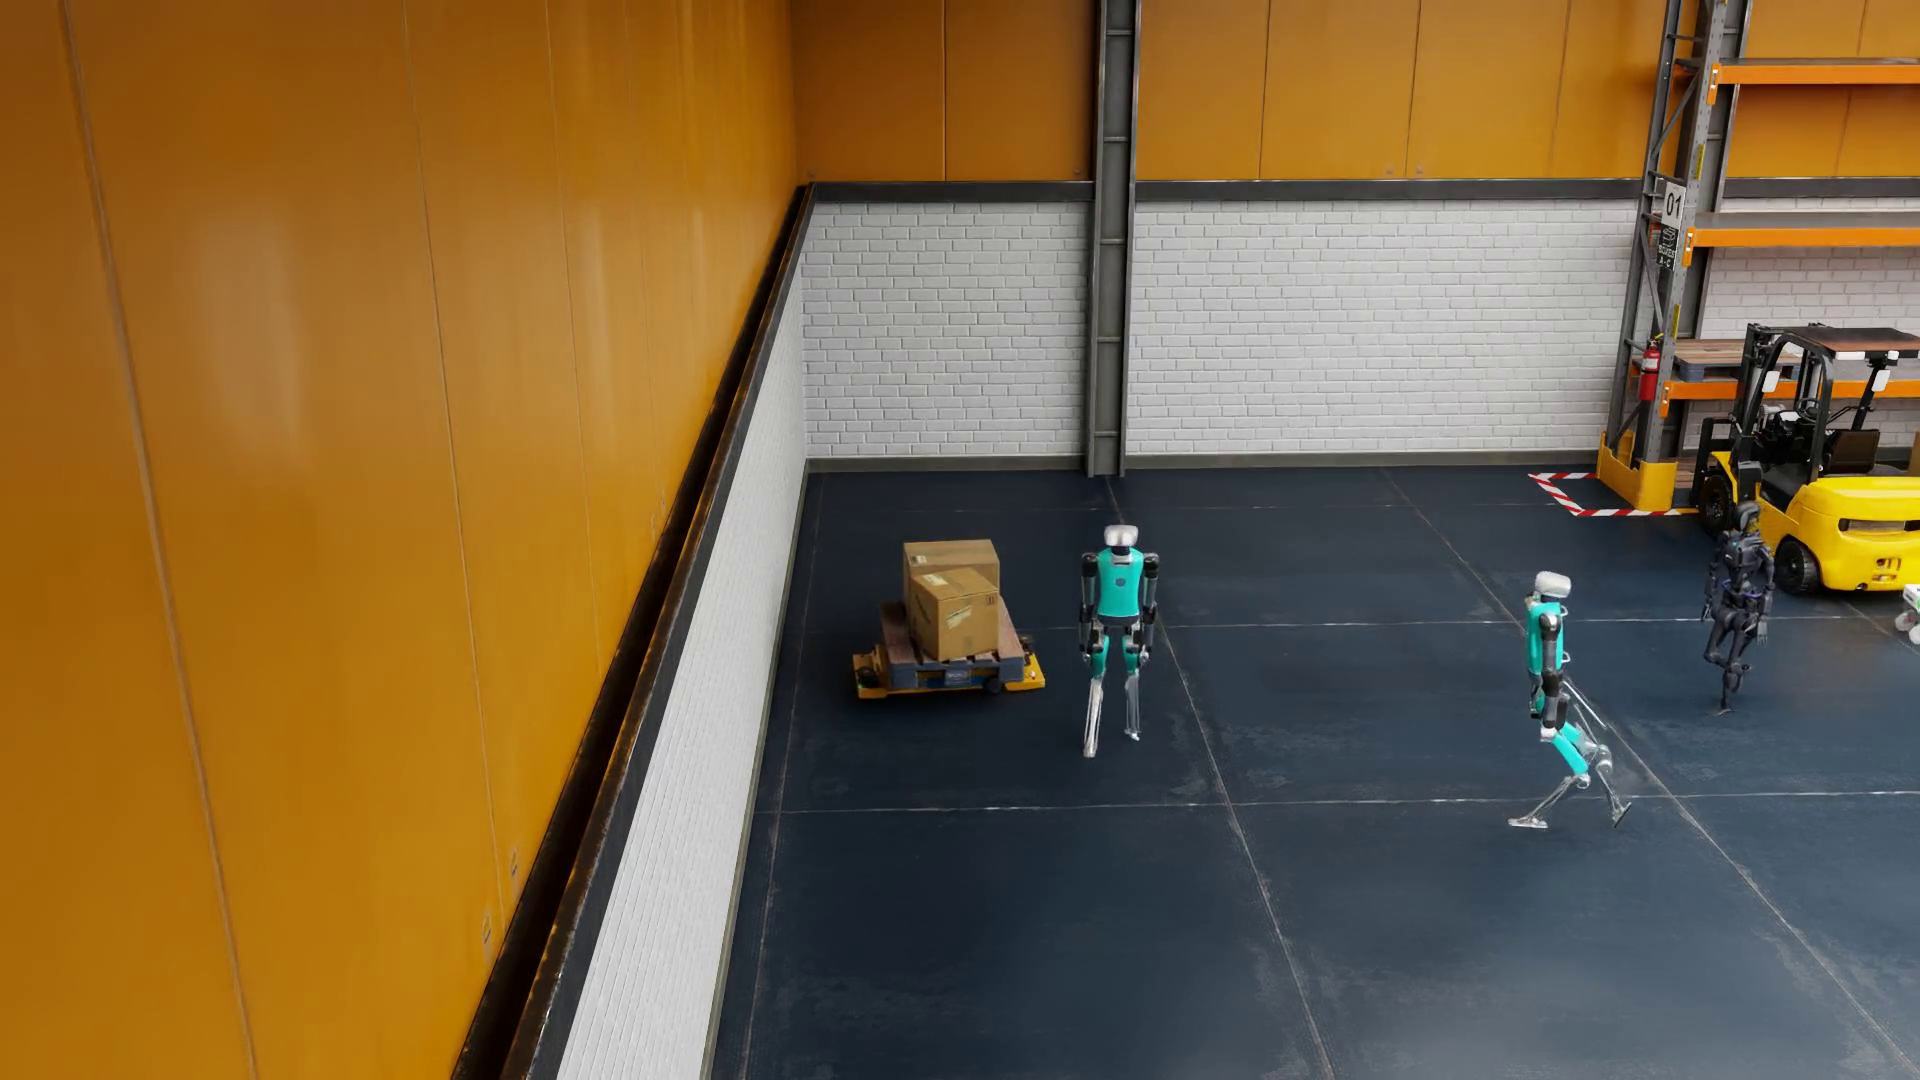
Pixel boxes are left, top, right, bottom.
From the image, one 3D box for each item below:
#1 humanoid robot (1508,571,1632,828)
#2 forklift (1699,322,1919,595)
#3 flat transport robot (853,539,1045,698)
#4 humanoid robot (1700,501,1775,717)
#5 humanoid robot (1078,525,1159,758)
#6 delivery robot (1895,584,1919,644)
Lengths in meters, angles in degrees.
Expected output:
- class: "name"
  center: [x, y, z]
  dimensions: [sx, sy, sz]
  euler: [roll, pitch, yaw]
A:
- class: "humanoid robot"
  center: [4.001, 1.073, 10.563]
  dimensions: [0.937, 1.786, 0.548]
  euler: [3, 20, 8]
- class: "forklift"
  center: [7.809, -0.792, 14.926]
  dimensions: [1.214, 2.155, 2.313]
  euler: [-1, 20, -2]
- class: "flat transport robot"
  center: [-0.098, 0.976, 12.906]
  dimensions: [1.431, 0.231, 0.659]
  euler: [-3, 20, -7]
- class: "humanoid robot"
  center: [5.763, 0.493, 12.197]
  dimensions: [0.459, 1.644, 0.610]
  euler: [-8, 22, -21]
- class: "humanoid robot"
  center: [1.077, 0.663, 11.680]
  dimensions: [0.531, 1.801, 0.798]
  euler: [0, 20, 0]
- class: "delivery robot"
  center: [8.151, 0.577, 13.603]
  dimensions: [0.790, 0.614, 0.499]
  euler: [2, 20, 5]
